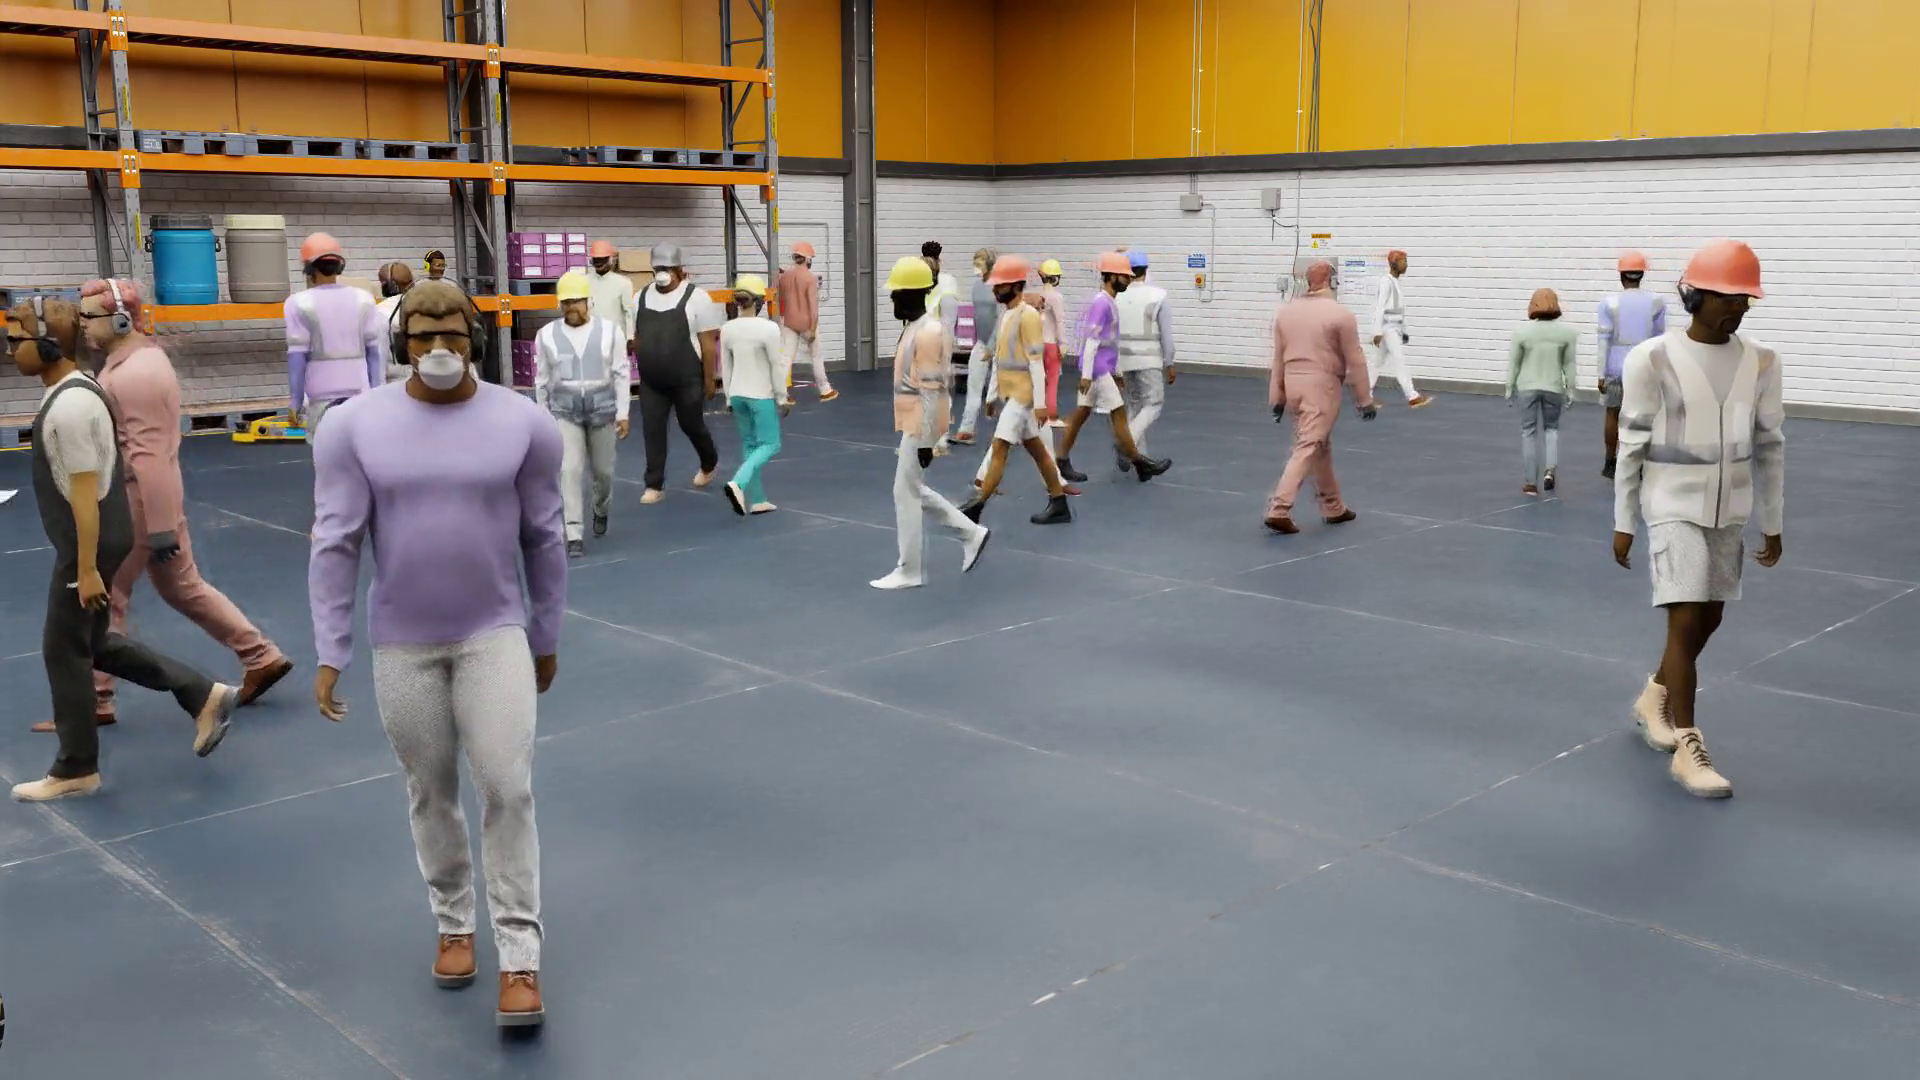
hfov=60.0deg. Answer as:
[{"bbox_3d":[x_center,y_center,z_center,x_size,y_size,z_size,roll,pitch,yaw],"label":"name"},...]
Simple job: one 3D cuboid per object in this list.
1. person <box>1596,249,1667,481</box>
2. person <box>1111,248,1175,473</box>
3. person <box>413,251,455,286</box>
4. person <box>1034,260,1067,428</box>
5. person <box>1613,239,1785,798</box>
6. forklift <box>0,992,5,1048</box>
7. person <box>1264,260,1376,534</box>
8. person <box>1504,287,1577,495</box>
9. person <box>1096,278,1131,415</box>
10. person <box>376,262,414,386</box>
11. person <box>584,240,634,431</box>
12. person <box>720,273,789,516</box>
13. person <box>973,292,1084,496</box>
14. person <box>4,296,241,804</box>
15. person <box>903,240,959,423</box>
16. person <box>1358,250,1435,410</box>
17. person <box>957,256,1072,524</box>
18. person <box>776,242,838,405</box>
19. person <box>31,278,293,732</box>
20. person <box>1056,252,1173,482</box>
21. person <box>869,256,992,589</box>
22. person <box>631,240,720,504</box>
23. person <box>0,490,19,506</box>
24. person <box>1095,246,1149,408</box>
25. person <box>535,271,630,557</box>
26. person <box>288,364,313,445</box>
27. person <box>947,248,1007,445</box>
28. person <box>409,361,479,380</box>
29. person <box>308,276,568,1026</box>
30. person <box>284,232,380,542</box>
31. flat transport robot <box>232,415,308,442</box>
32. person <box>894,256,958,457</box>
[{"bbox_3d":[5.484,-1.416,13.621,0.552,1.919,0.806,2,11,10],"label":"person"},{"bbox_3d":[1.476,-1.487,13.992,0.616,1.920,0.744,7,12,34],"label":"person"},{"bbox_3d":[-5.626,-2.173,17.902,0.509,1.860,0.334,-10,14,-43],"label":"person"},{"bbox_3d":[0.943,-2.065,17.560,0.312,1.768,0.522,-7,13,-35],"label":"person"},{"bbox_3d":[2.774,-0.114,6.249,0.624,2.015,0.858,-1,10,-6],"label":"person"},{"bbox_3d":[-3.245,0.323,3.363,2.313,2.155,1.214,2,11,13],"label":"forklift"},{"bbox_3d":[2.436,-0.975,11.381,0.982,1.866,0.658,-7,12,-33],"label":"person"},{"bbox_3d":[4.524,-1.159,12.999,0.516,1.616,0.349,2,11,8],"label":"person"},{"bbox_3d":[1.899,-2.190,18.676,0.784,1.604,0.513,0,10,-2],"label":"person"},{"bbox_3d":[-4.099,-1.138,12.357,0.544,1.822,0.698,9,14,40],"label":"person"},{"bbox_3d":[-3.644,-2.054,16.943,0.647,1.960,0.905,0,10,1],"label":"person"},{"bbox_3d":[-1.507,-1.021,11.877,0.538,1.749,0.618,7,12,33],"label":"person"},{"bbox_3d":[0.498,-1.119,12.896,0.867,1.590,0.518,2,11,12],"label":"person"},{"bbox_3d":[-3.072,0.029,6.002,0.701,1.821,0.545,-5,12,-25],"label":"person"},{"bbox_3d":[-0.315,-2.216,17.828,0.612,1.963,0.361,2,11,8],"label":"person"},{"bbox_3d":[5.106,-2.436,19.376,0.968,1.833,0.619,5,12,27],"label":"person"},{"bbox_3d":[0.348,-1.012,11.498,1.022,1.875,0.575,-3,11,-16],"label":"person"},{"bbox_3d":[-1.887,-2.588,19.968,0.609,1.941,1.045,7,12,33],"label":"person"},{"bbox_3d":[-3.341,-0.151,6.903,0.977,1.861,0.635,-4,11,-20],"label":"person"},{"bbox_3d":[1.228,-1.393,13.580,1.025,1.873,0.559,1,10,5],"label":"person"},{"bbox_3d":[-0.179,-0.663,9.531,0.642,1.905,0.602,-1,10,-7],"label":"person"},{"bbox_3d":[-2.167,-1.334,12.819,0.690,2.000,0.907,2,11,13],"label":"person"},{"bbox_3d":[-7.393,-1.114,12.087,1.000,1.860,0.598,-1,10,-4],"label":"person"},{"bbox_3d":[1.854,-2.463,19.384,0.693,1.886,0.772,7,12,32],"label":"person"},{"bbox_3d":[-2.431,-0.834,10.751,0.595,1.803,0.805,-2,11,-13],"label":"person"},{"bbox_3d":[-4.553,-0.972,11.984,0.531,1.624,0.379,-9,14,-40],"label":"person"},{"bbox_3d":[0.223,-1.837,15.946,0.931,1.890,0.617,-9,14,-40],"label":"person"},{"bbox_3d":[-3.530,-0.934,11.591,0.520,1.681,0.925,5,12,27],"label":"person"},{"bbox_3d":[-1.319,0.300,4.264,0.644,1.915,0.782,-2,11,-13],"label":"person"},{"bbox_3d":[-4.087,-0.976,10.864,0.611,2.044,0.390,-10,14,-42],"label":"person"},{"bbox_3d":[-6.337,-1.109,16.419,1.431,0.197,0.652,0,10,0],"label":"flat transport robot"},{"bbox_3d":[-0.356,-1.649,15.114,0.634,1.825,0.653,-9,14,-41],"label":"person"}]
